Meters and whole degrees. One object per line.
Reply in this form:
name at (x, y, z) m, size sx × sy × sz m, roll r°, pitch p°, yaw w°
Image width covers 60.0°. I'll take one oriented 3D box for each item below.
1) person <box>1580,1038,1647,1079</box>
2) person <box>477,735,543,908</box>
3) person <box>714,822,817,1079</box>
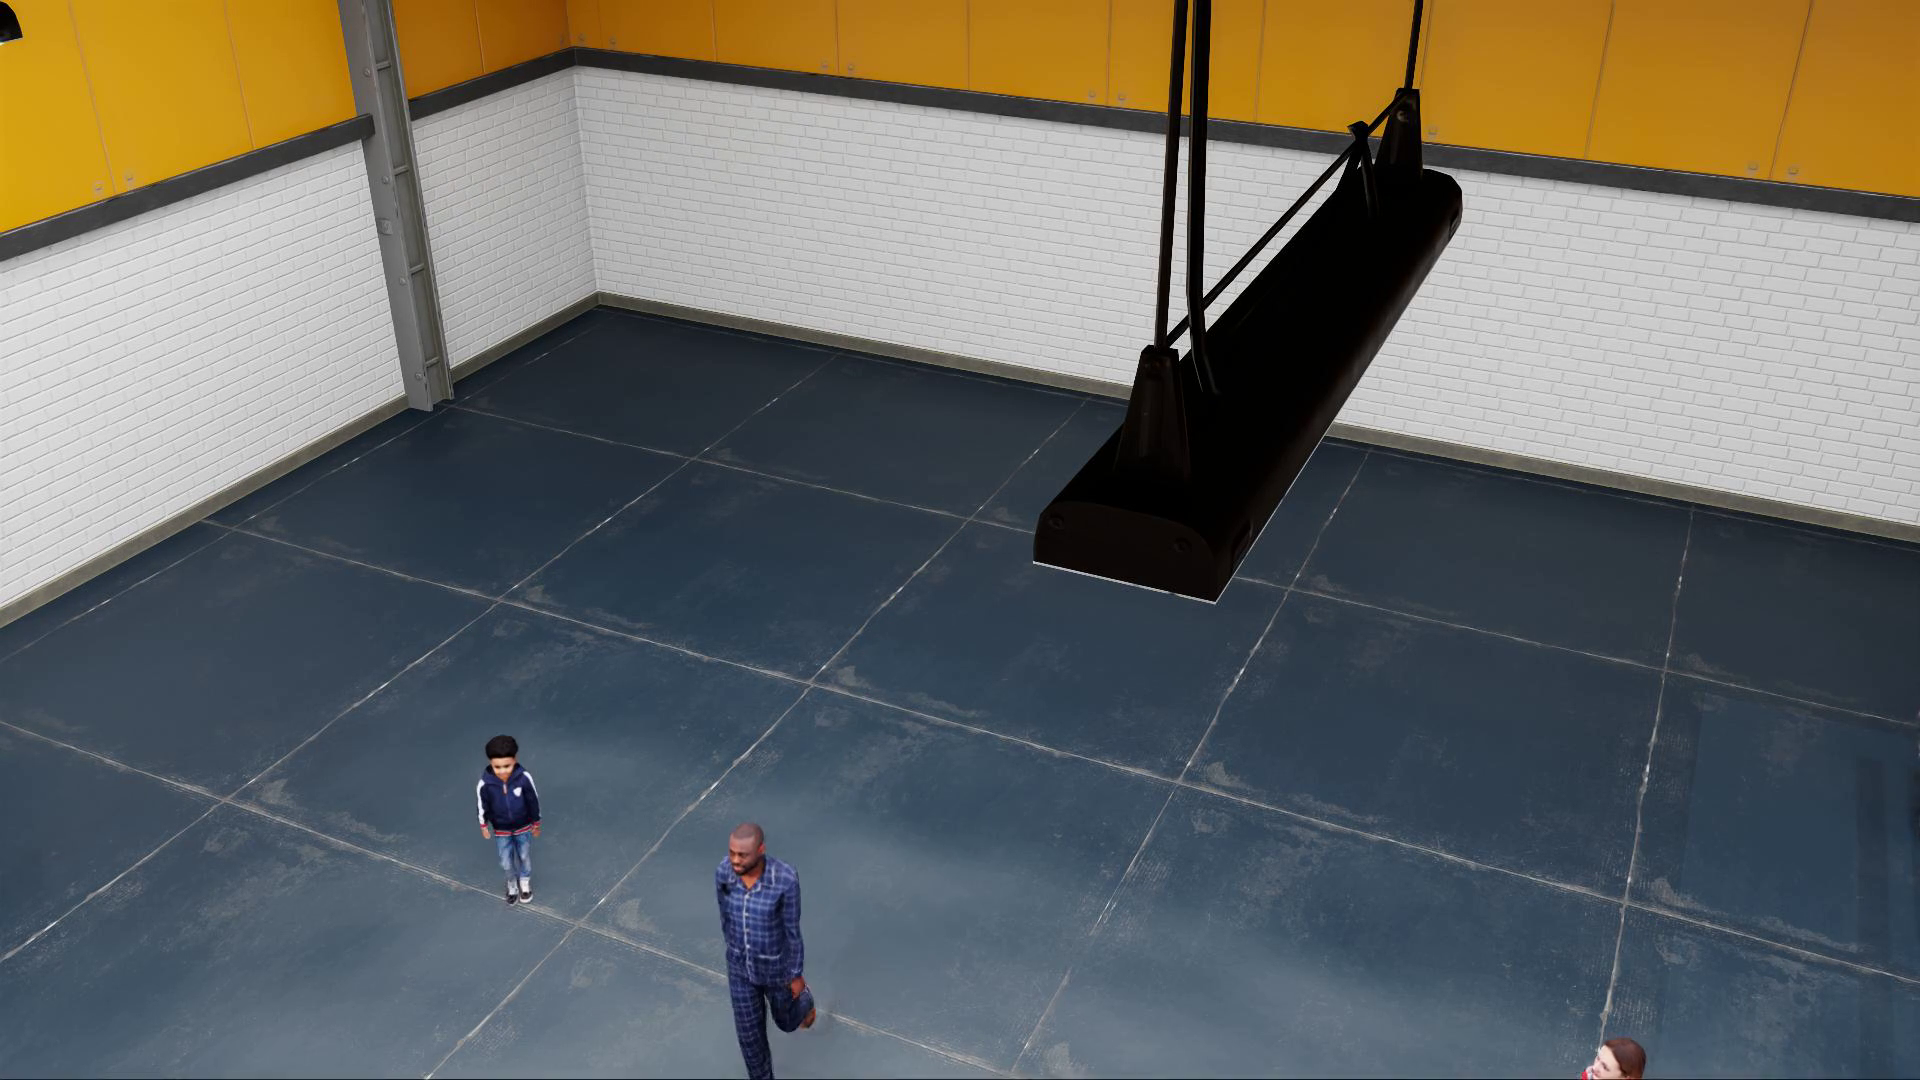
person at (3.018, 2.965, 7.747) m, size 1.088 × 1.645 × 1.090 m, roll -7°, pitch 29°, yaw -12°
person at (-2.823, 1.725, 10.464) m, size 0.605 × 1.218 × 0.651 m, roll -7°, pitch 29°, yaw -12°
person at (-1.017, 2.227, 8.943) m, size 0.766 × 1.795 × 1.043 m, roll 8°, pitch 30°, yaw 14°
